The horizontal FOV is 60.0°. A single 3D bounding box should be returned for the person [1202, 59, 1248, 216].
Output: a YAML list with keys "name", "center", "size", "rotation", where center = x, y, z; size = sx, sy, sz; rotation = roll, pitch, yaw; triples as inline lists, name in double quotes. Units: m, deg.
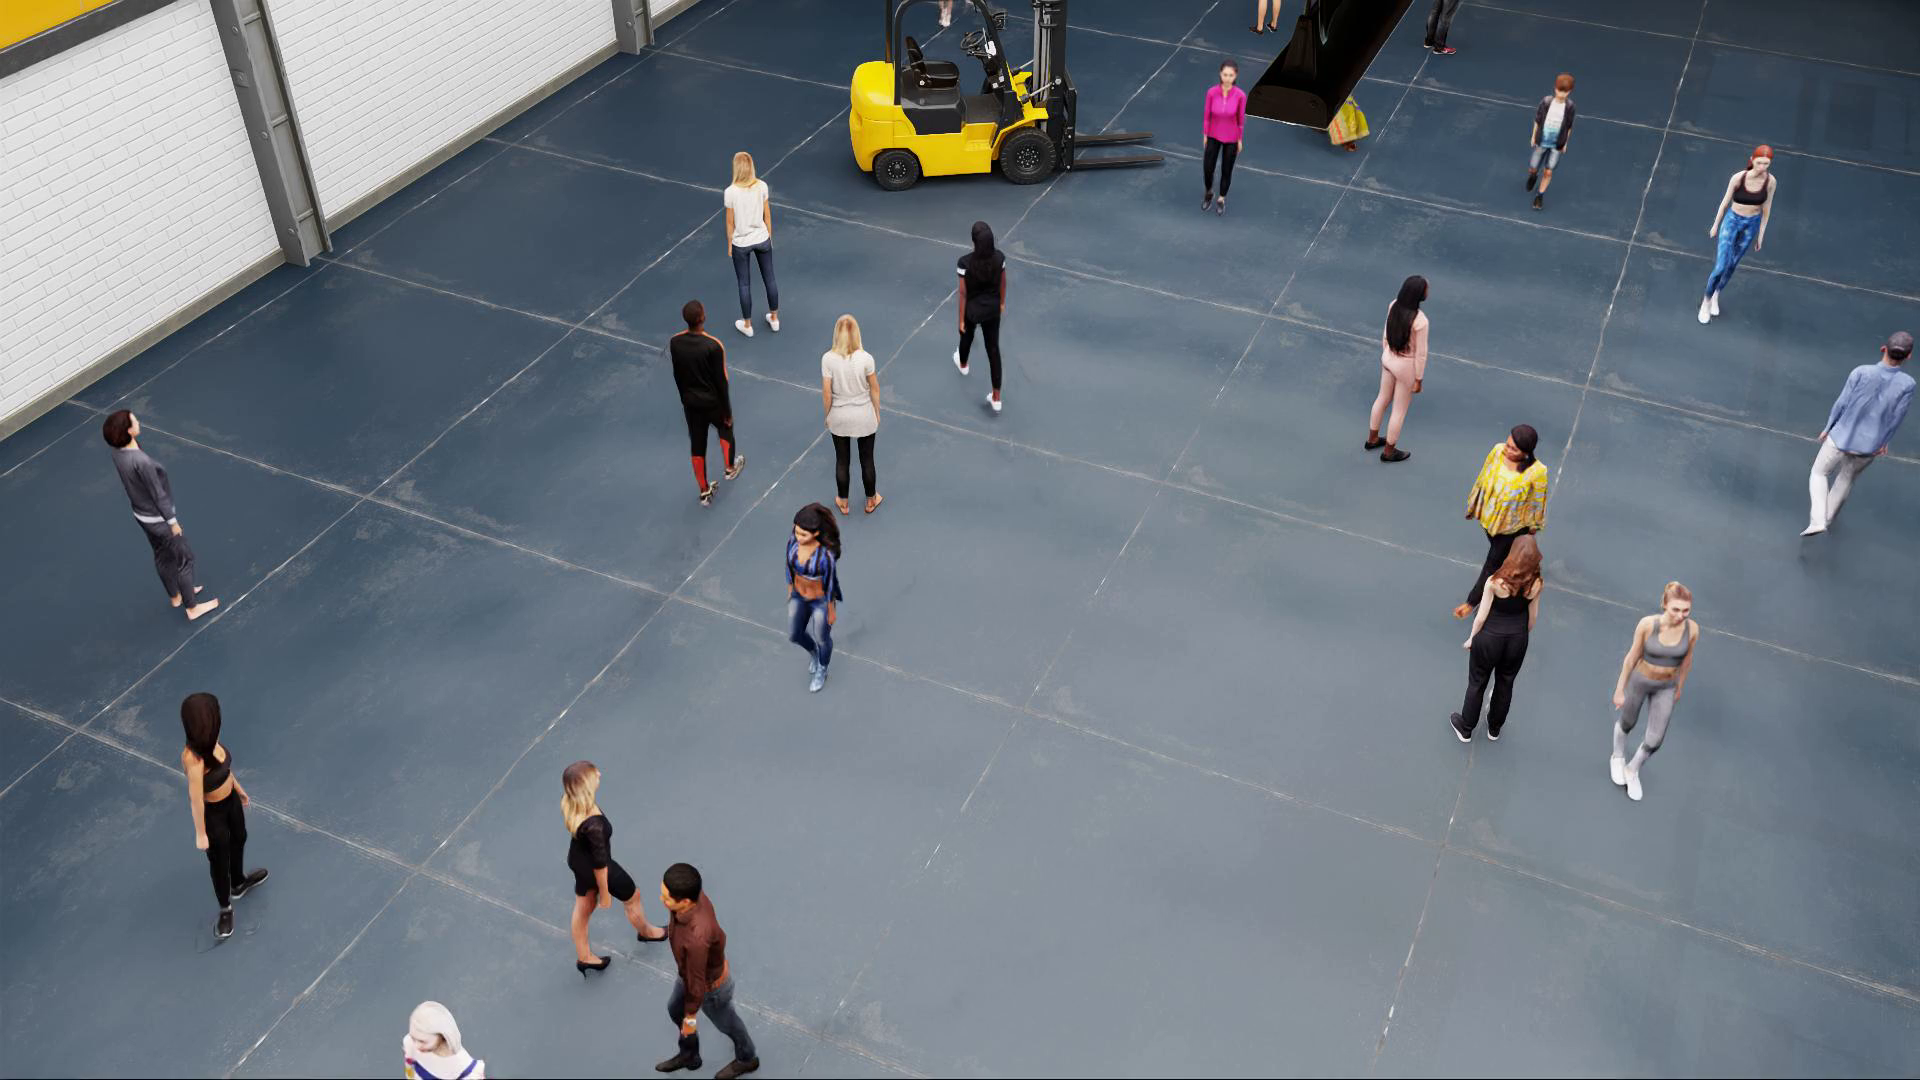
- name: "person"
  center: [2.753, -4.215, 17.335]
  size: [0.645, 1.687, 0.657]
  rotation: [6, 39, 8]

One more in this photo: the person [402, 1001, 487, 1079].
- name: "person"
  center: [-2.448, 2.858, 8.378]
  size: [0.689, 1.802, 0.638]
  rotation: [21, 43, 24]

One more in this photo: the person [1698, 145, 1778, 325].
- name: "person"
  center: [7.310, -2.934, 15.667]
  size: [0.670, 1.767, 0.790]
  rotation: [5, 39, 6]

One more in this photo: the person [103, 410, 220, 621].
- name: "person"
  center: [-5.911, -0.179, 12.205]
  size: [0.655, 1.772, 0.594]
  rotation: [24, 44, 27]

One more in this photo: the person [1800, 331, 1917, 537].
- name: "person"
  center: [6.927, -0.769, 12.857]
  size: [0.701, 1.879, 0.885]
  rotation: [12, 40, 15]

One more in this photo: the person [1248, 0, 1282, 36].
- name: "person"
  center: [3.963, -7.371, 21.152]
  size: [0.681, 1.845, 0.736]
  rotation: [-12, 40, -15]

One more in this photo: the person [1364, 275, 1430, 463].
- name: "person"
  center: [3.655, -1.429, 13.811]
  size: [0.735, 1.720, 0.701]
  rotation: [-17, 42, -20]

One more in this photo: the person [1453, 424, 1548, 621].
- name: "person"
  center: [4.098, -0.191, 12.346]
  size: [1.150, 1.616, 0.996]
  rotation: [-25, 45, -28]

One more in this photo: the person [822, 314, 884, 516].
- name: "person"
  center: [-0.851, -0.974, 13.157]
  size: [0.671, 1.826, 0.672]
  rotation: [-1, 39, -2]

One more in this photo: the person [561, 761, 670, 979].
- name: "person"
  center: [-2.185, 1.961, 9.624]
  size: [0.951, 1.649, 0.808]
  rotation: [-27, 46, -29]

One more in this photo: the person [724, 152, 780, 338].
- name: "person"
  center: [-1.922, -2.731, 15.373]
  size: [0.630, 1.807, 0.707]
  rotation: [-16, 41, -19]

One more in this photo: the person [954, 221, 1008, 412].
- name: "person"
  center: [0.219, -1.921, 14.460]
  size: [1.137, 1.680, 1.221]
  rotation: [-11, 40, -14]

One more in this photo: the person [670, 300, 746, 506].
- name: "person"
  center: [-2.077, -1.054, 13.285]
  size: [0.773, 1.791, 0.950]
  rotation: [8, 39, 10]

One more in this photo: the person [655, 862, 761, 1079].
- name: "person"
  center: [-1.289, 2.363, 9.033]
  size: [0.963, 1.759, 0.897]
  rotation: [-17, 42, -20]

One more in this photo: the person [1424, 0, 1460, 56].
- name: "person"
  center: [6.092, -6.980, 20.703]
  size: [0.770, 1.805, 0.691]
  rotation: [-10, 40, -12]

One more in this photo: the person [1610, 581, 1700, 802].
- name: "person"
  center: [4.505, 0.910, 10.903]
  size: [0.674, 1.694, 0.712]
  rotation: [7, 39, 8]

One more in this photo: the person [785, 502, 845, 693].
- name: "person"
  center: [-0.986, 0.376, 11.639]
  size: [0.637, 1.611, 0.604]
  rotation: [20, 43, 23]

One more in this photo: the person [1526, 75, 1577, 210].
- name: "person"
  center: [6.234, -4.238, 17.553]
  size: [0.580, 1.440, 0.724]
  rotation: [11, 40, 14]

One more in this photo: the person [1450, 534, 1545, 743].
- name: "person"
  center: [3.633, 0.667, 11.166]
  size: [0.656, 1.747, 0.665]
  rotation: [-1, 39, -1]

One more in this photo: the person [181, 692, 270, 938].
- name: "person"
  center: [-4.529, 1.668, 10.023]
  size: [0.893, 1.608, 0.726]
  rotation: [3, 39, 4]
